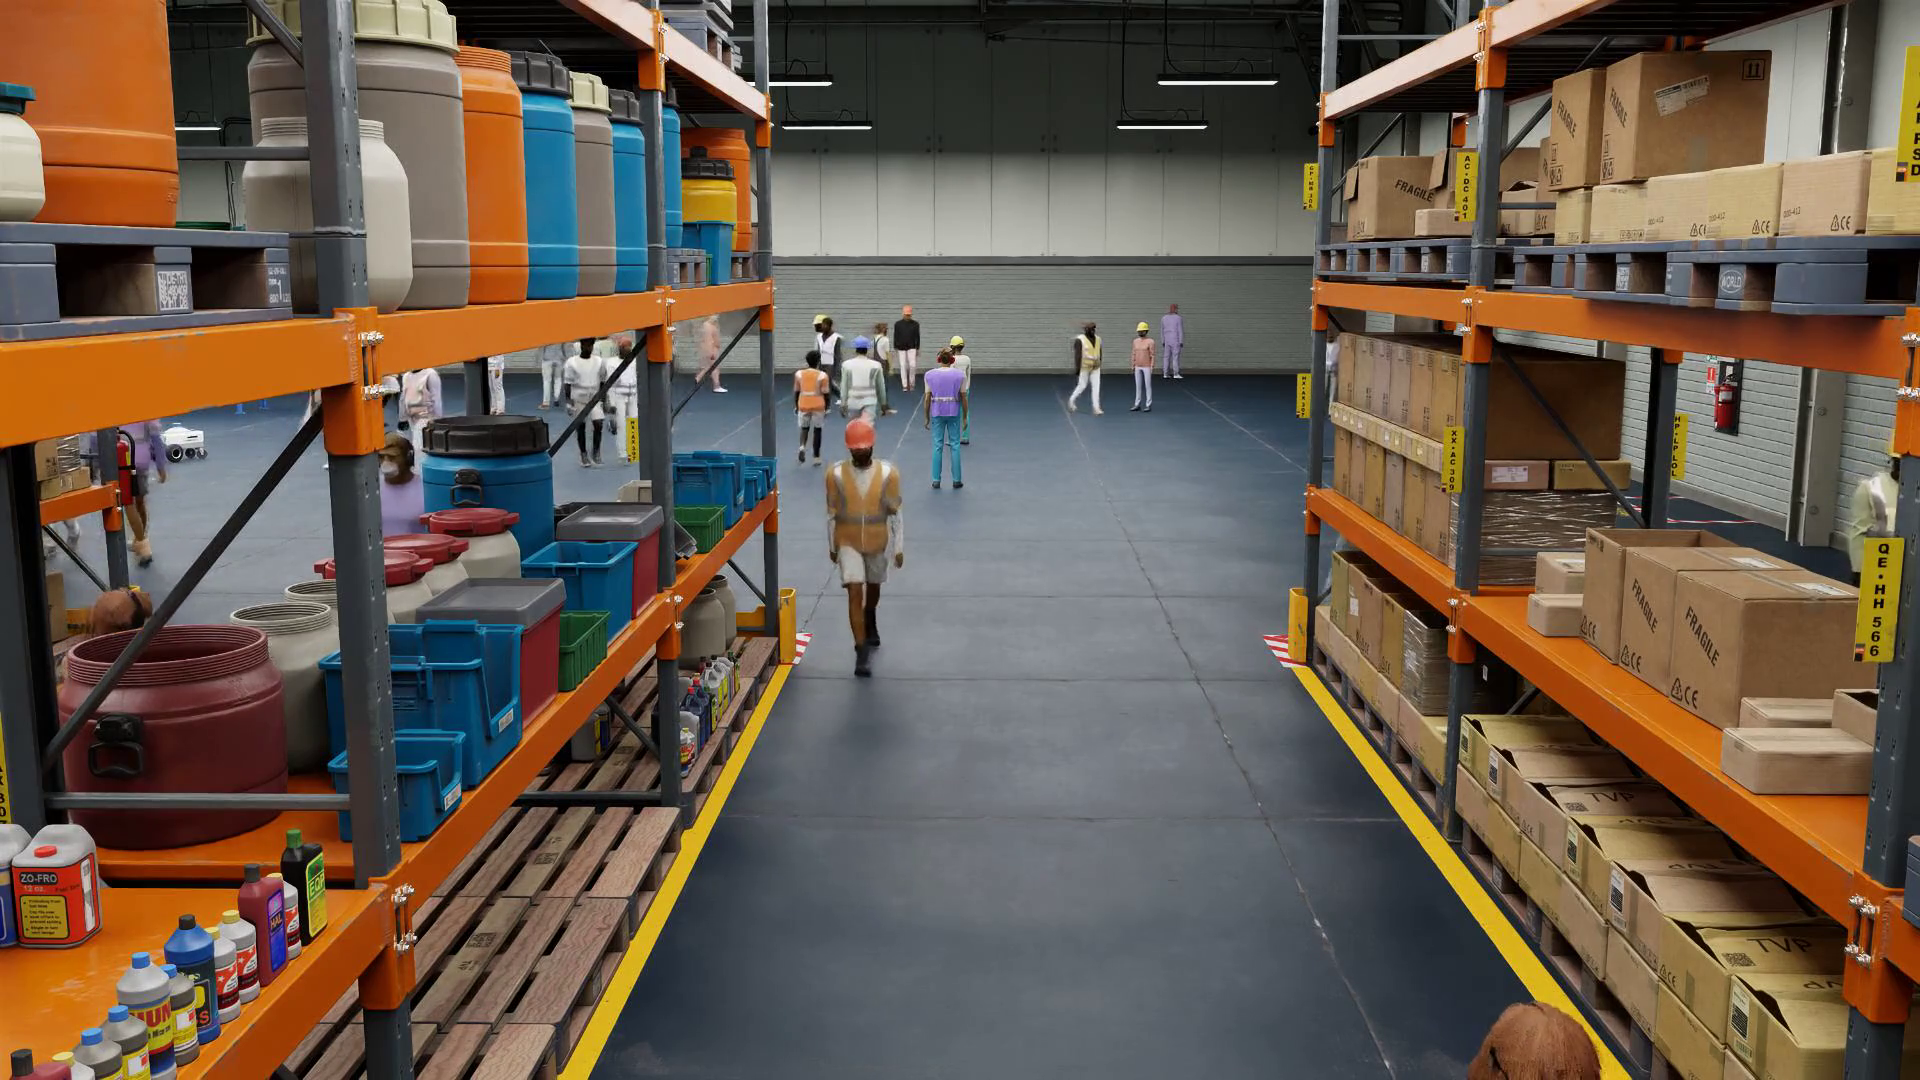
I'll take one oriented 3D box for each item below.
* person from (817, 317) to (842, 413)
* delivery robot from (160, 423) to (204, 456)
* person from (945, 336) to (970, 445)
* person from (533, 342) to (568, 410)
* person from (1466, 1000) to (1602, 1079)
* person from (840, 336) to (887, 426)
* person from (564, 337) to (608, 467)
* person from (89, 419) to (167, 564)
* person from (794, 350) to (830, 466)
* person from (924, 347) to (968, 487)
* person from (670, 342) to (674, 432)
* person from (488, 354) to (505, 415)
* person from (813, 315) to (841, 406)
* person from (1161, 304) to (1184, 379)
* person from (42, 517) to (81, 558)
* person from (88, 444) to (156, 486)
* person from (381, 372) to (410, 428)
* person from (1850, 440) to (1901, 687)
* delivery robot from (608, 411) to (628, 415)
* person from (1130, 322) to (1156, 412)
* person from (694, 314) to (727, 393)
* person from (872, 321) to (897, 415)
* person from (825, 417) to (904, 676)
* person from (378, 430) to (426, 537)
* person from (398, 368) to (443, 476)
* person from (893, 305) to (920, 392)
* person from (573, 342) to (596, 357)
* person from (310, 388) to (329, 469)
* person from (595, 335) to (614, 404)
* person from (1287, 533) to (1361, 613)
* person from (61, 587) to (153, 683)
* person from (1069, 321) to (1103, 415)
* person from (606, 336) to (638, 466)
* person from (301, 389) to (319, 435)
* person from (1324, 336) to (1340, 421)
[{"bbox_3d":[-2.540,-3.468,32.873,0.594,1.894,0.774,8,13,41],"label":"person"},{"bbox_3d":[-11.762,-1.517,25.020,0.477,0.478,0.707,5,11,28],"label":"delivery robot"},{"bbox_3d":[-0.049,-2.418,26.953,0.316,1.767,0.535,9,13,43],"label":"person"},{"bbox_3d":[-8.241,-3.591,33.502,0.709,1.920,0.398,-6,11,-34],"label":"person"},{"bbox_3d":[1.051,1.645,3.051,0.505,1.620,0.434,-1,9,-4],"label":"person"},{"bbox_3d":[-1.379,-1.966,23.882,0.650,1.889,1.003,0,9,1],"label":"person"},{"bbox_3d":[-5.355,-2.004,23.955,0.658,1.927,0.732,-6,11,-31],"label":"person"},{"bbox_3d":[-8.236,-0.772,16.484,1.000,1.985,0.653,9,13,43],"label":"person"},{"bbox_3d":[-2.154,-1.918,24.185,0.559,1.681,0.412,2,10,11],"label":"person"},{"bbox_3d":[-0.183,-1.613,21.885,0.569,1.844,0.378,0,9,2],"label":"person"},{"bbox_3d":[-5.307,-2.877,29.005,0.699,2.000,0.720,1,10,9],"label":"person"},{"bbox_3d":[-8.825,-3.256,31.455,0.401,1.938,0.603,-6,11,-33],"label":"person"},{"bbox_3d":[-2.789,-3.696,34.262,0.980,1.889,0.596,-3,10,-17],"label":"person"},{"bbox_3d":[5.424,-5.058,42.343,0.643,1.908,0.399,8,13,41],"label":"person"},{"bbox_3d":[-9.104,-0.742,16.632,0.595,1.861,0.494,0,9,-1],"label":"person"},{"bbox_3d":[-10.954,-1.451,21.496,0.596,1.647,0.774,5,11,29],"label":"person"},{"bbox_3d":[-10.190,-2.965,29.877,0.997,1.887,0.546,1,10,7],"label":"person"},{"bbox_3d":[6.403,0.175,11.312,0.612,1.796,0.822,2,10,12],"label":"person"},{"bbox_3d":[-5.931,-2.318,29.040,0.335,0.223,0.698,-5,11,-30],"label":"delivery robot"},{"bbox_3d":[3.642,-3.442,33.081,0.526,1.768,0.330,8,13,41],"label":"person"},{"bbox_3d":[-5.679,-4.302,37.848,0.635,1.891,0.662,-2,10,-12],"label":"person"},{"bbox_3d":[-1.565,-3.318,32.185,0.682,1.821,0.532,-6,11,-30],"label":"person"},{"bbox_3d":[-0.714,-0.015,12.319,0.574,1.868,1.072,-1,10,-8],"label":"person"},{"bbox_3d":[-3.414,0.292,10.201,0.634,1.938,0.356,0,9,2],"label":"person"},{"bbox_3d":[-7.119,-1.563,21.658,0.664,1.815,0.759,7,12,35],"label":"person"},{"bbox_3d":[-1.225,-4.380,38.089,0.607,1.965,0.628,0,9,-1],"label":"person"},{"bbox_3d":[-7.516,-3.400,33.276,0.530,1.606,0.756,1,10,6],"label":"person"},{"bbox_3d":[-9.066,-1.944,23.836,0.558,1.856,0.386,2,10,12],"label":"person"},{"bbox_3d":[-7.357,-3.617,34.587,0.500,1.607,0.695,-9,13,-43],"label":"person"},{"bbox_3d":[3.175,-0.184,13.212,1.007,1.882,0.653,1,10,6],"label":"person"},{"bbox_3d":[-3.509,0.991,7.045,0.532,1.594,0.861,1,9,3],"label":"person"},{"bbox_3d":[2.486,-3.394,32.669,0.635,1.821,0.776,-6,11,-30],"label":"person"},{"bbox_3d":[-4.905,-2.032,24.289,0.593,1.875,0.407,-9,13,-43],"label":"person"},{"bbox_3d":[-10.943,-2.747,28.693,1.026,1.849,0.628,-5,11,-29],"label":"person"},{"bbox_3d":[6.878,-3.097,30.950,0.595,1.789,0.903,2,10,14],"label":"person"}]
